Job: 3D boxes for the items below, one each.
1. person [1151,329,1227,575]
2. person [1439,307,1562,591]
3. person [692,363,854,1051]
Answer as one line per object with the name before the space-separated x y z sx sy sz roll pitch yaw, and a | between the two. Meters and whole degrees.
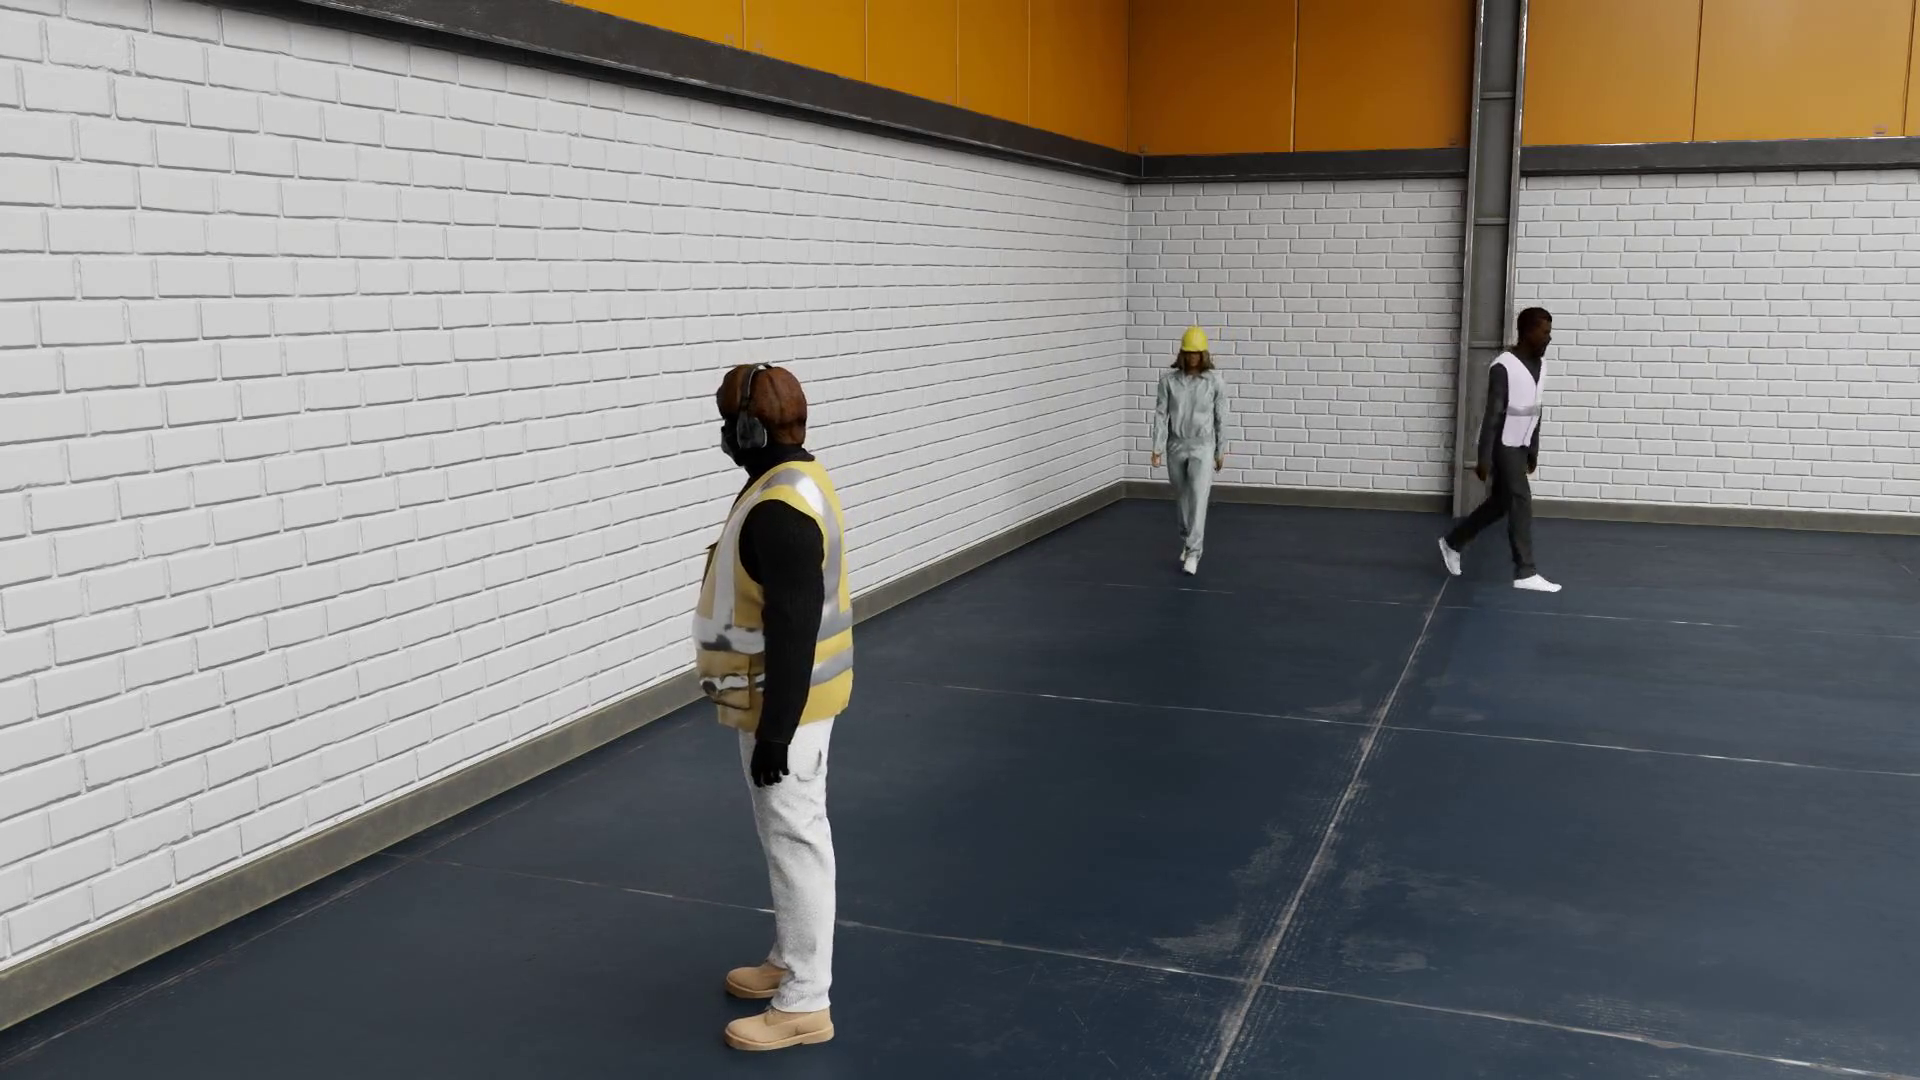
person | 1.622 -0.633 11.733 0.490 1.696 0.914 3 10 20
person | 3.618 -0.625 11.141 0.906 1.876 0.640 9 13 44
person | -0.501 0.445 4.499 0.430 1.840 0.624 -1 9 -4
